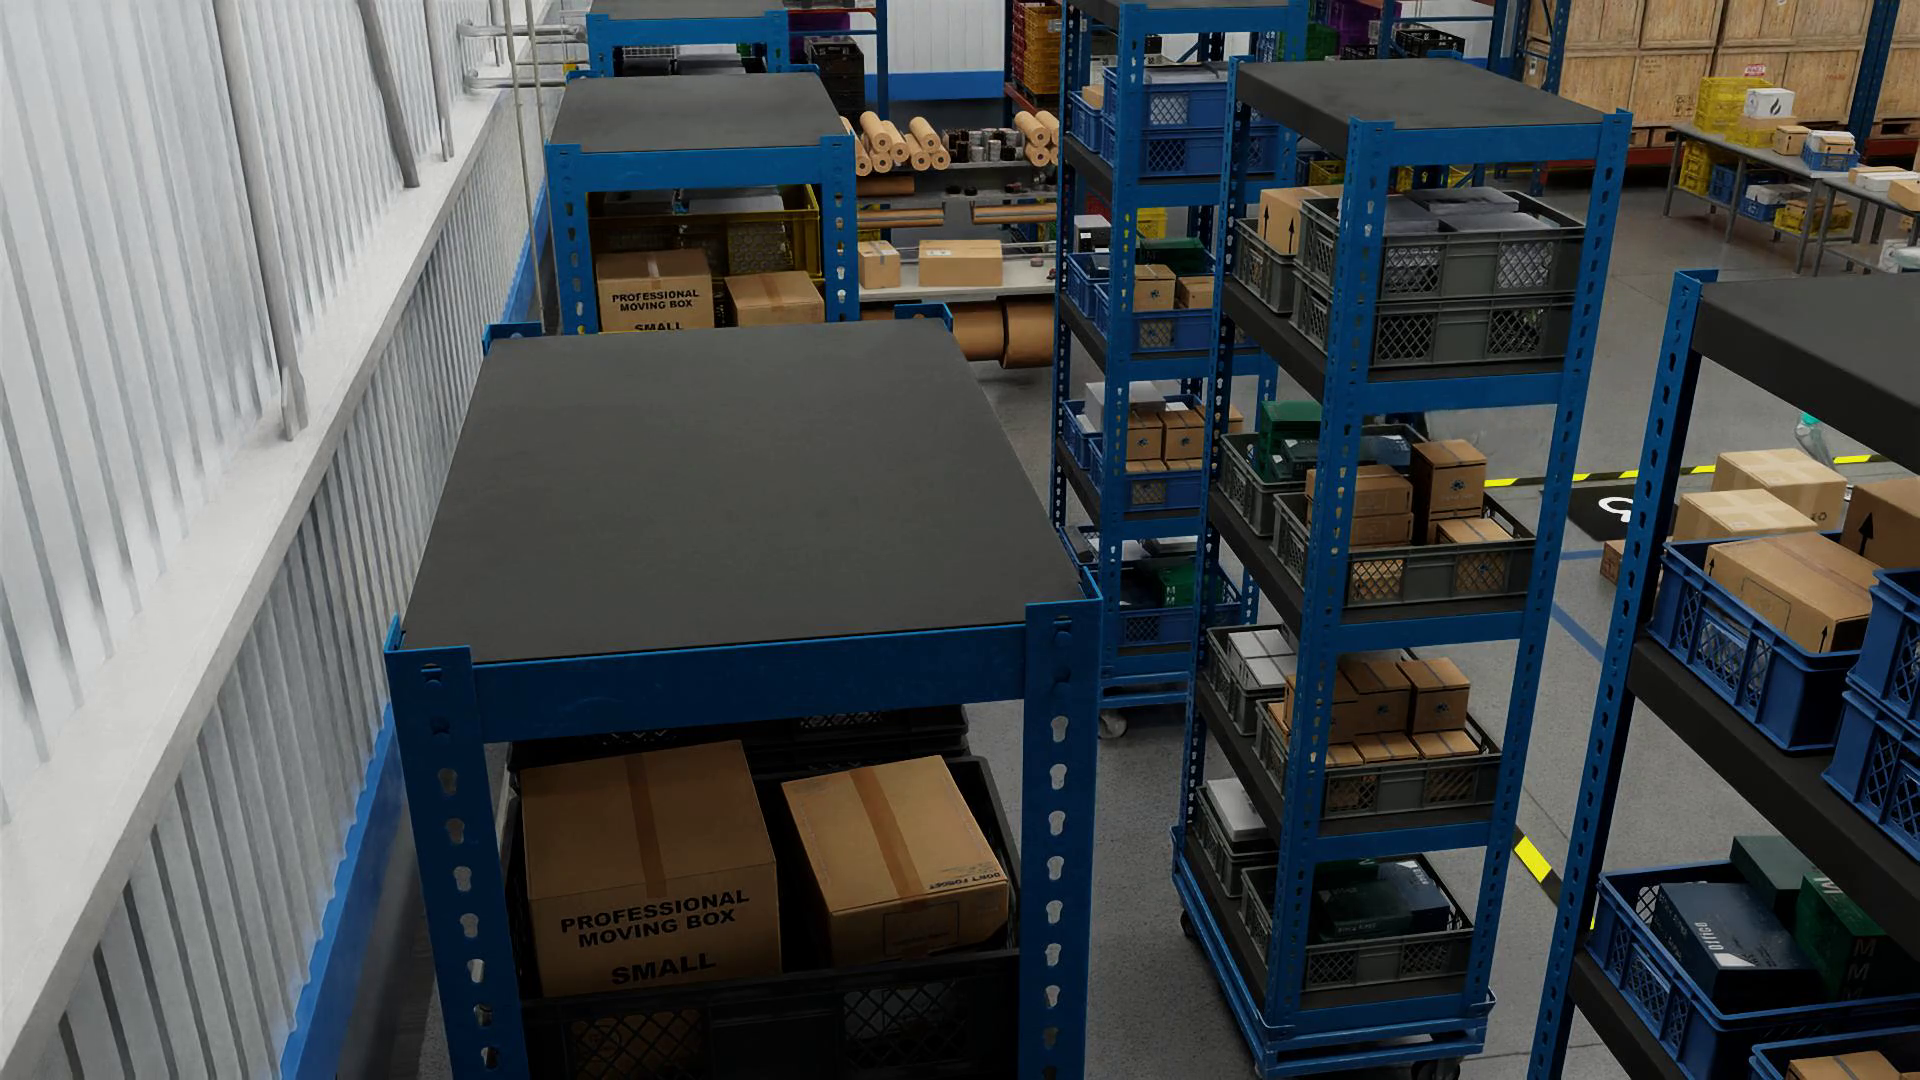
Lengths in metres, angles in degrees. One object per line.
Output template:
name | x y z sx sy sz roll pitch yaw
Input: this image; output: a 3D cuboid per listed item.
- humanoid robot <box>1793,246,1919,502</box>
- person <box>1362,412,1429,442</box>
humanoid robot | 5.770 -1.104 10.780 0.735 1.677 0.533 15 28 29
person | 2.887 -1.331 11.362 0.988 1.792 0.603 -2 25 -4
